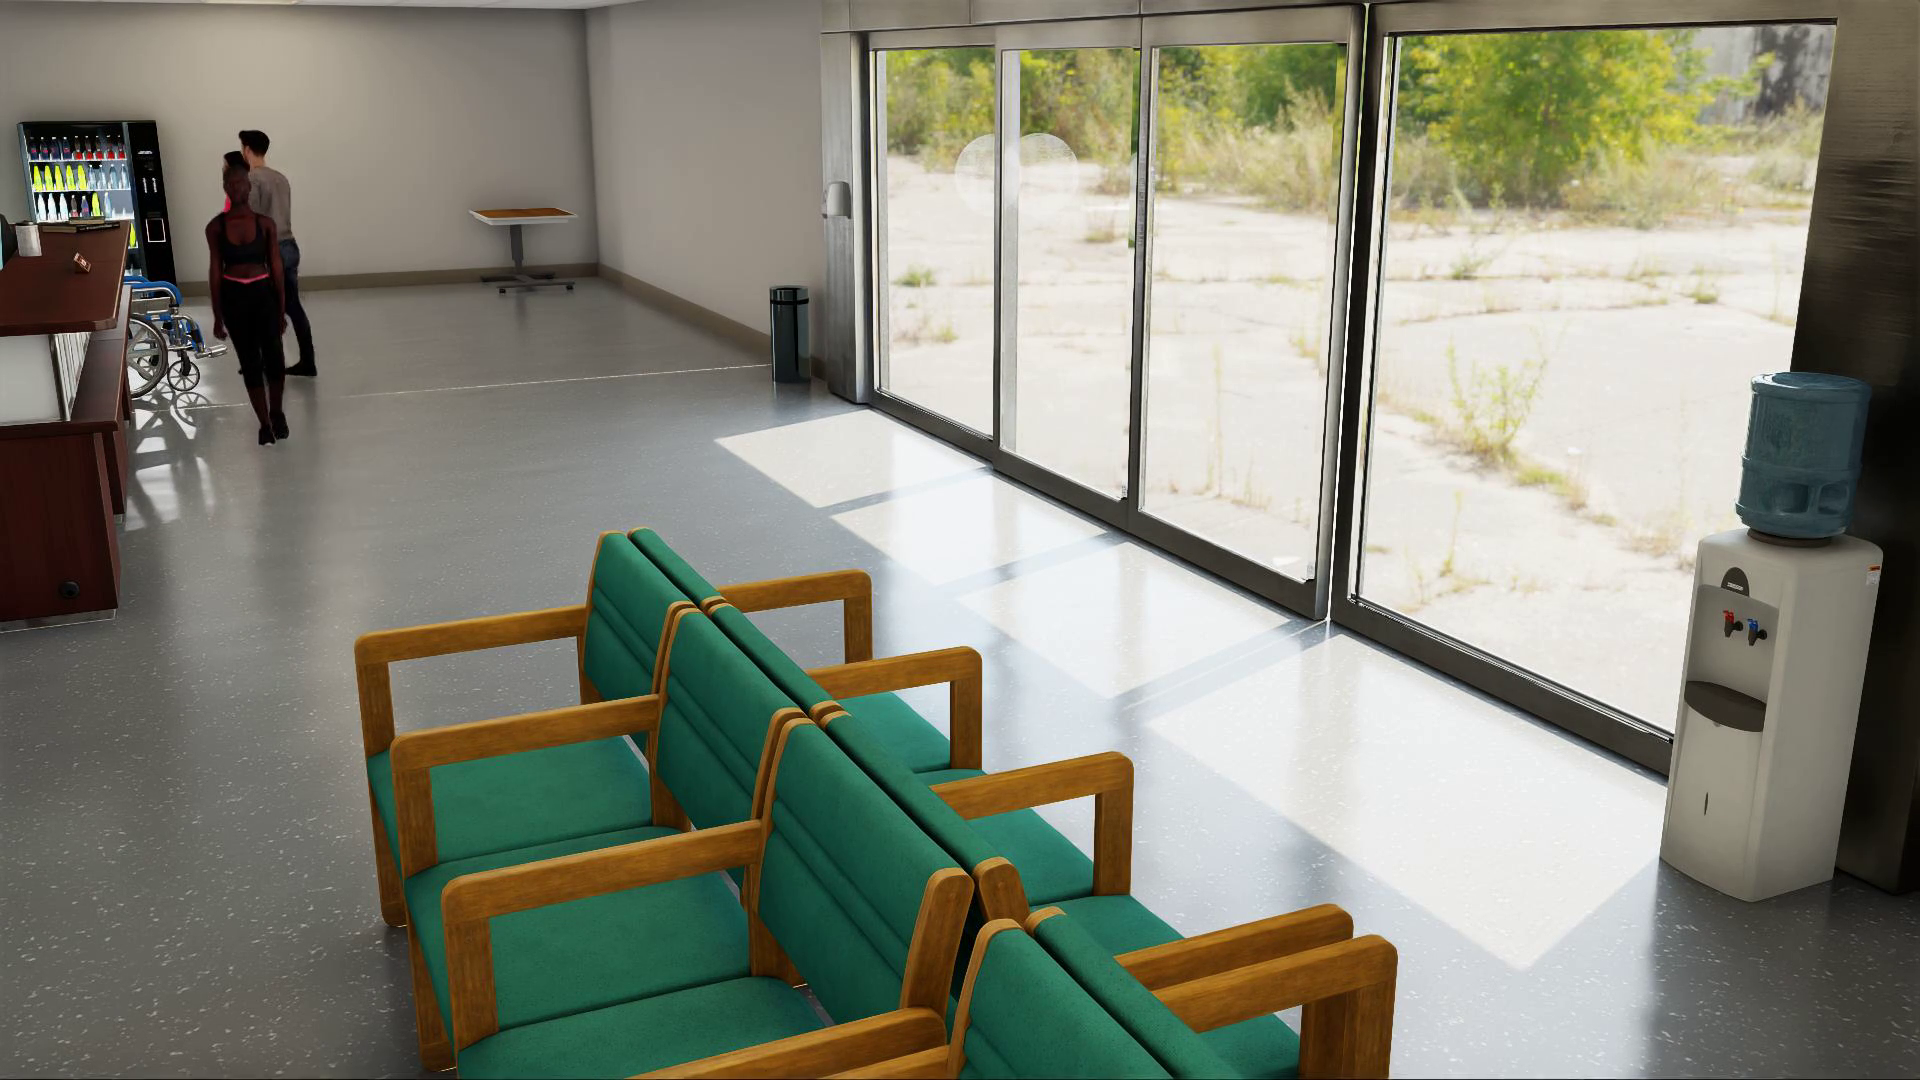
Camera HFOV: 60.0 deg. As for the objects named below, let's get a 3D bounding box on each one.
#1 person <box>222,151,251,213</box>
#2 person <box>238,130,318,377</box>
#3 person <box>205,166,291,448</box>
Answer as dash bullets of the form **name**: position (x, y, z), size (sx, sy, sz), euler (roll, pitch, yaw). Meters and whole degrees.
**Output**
- **person**: position (-6.210, -2.553, 14.532), size (0.557, 1.656, 0.593), euler (-9, 18, -29)
- **person**: position (-5.191, -2.164, 12.751), size (1.023, 1.873, 0.959), euler (5, 16, 16)
- **person**: position (-4.482, -1.468, 10.520), size (0.563, 1.745, 0.669), euler (-6, 17, -20)
